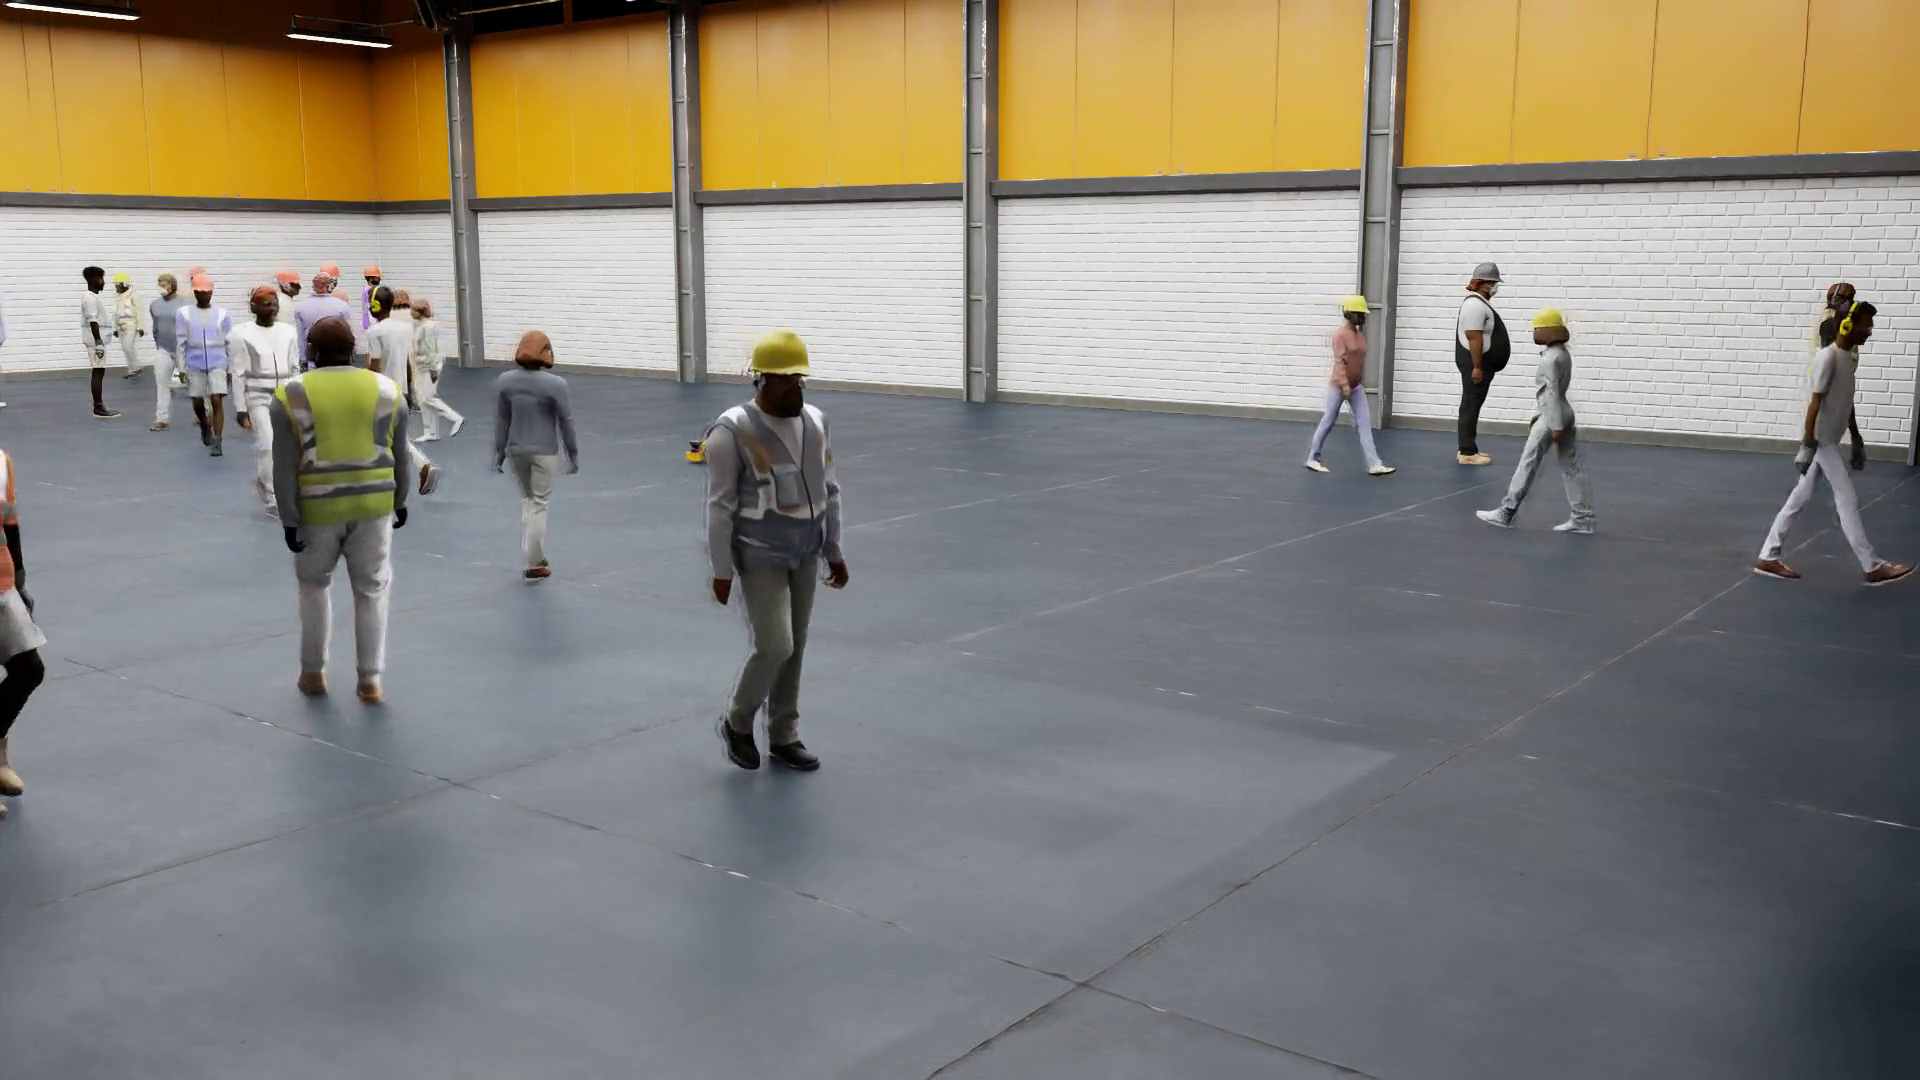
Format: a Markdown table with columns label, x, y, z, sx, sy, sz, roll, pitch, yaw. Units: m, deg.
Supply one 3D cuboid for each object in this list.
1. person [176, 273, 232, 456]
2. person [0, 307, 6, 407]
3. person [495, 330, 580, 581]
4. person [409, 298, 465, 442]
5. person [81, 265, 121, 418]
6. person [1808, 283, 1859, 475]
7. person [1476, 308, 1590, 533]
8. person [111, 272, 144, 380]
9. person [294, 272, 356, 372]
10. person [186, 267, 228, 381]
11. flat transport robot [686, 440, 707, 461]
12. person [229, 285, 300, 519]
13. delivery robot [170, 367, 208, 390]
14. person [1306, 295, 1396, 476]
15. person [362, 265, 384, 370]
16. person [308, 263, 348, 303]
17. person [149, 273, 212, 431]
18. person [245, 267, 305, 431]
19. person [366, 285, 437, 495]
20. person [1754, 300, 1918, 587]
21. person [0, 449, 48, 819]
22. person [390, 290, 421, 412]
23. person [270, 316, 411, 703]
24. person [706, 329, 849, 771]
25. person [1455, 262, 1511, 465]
| label | x | y | z | sx | sy | sz | roll | pitch | yaw |
| --- | --- | --- | --- | --- | --- | --- | --- | --- | --- |
| person | -7.965 | -1.862 | 17.597 | 0.555 | 1.923 | 0.723 | -4 | 10 | -22 |
| person | -13.423 | -2.781 | 22.982 | 0.425 | 1.915 | 0.587 | -6 | 11 | -31 |
| person | -2.732 | -0.560 | 10.880 | 0.534 | 1.610 | 0.593 | 3 | 10 | 16 |
| person | -5.915 | -1.903 | 18.691 | 0.475 | 1.619 | 0.548 | -6 | 11 | -29 |
| person | -11.165 | -2.564 | 21.547 | 0.367 | 1.967 | 0.606 | -5 | 11 | -27 |
| person | 8.381 | -1.545 | 15.986 | 0.429 | 1.839 | 0.634 | 4 | 11 | 24 |
| person | 4.422 | -0.908 | 12.680 | 0.876 | 1.702 | 0.494 | 7 | 12 | 35 |
| person | -13.980 | -3.575 | 27.871 | 0.627 | 1.813 | 0.462 | 5 | 11 | 27 |
| person | -7.159 | -2.069 | 18.844 | 0.641 | 1.908 | 0.407 | -1 | 10 | -4 |
| person | -12.135 | -3.435 | 26.805 | 0.931 | 1.896 | 0.574 | -8 | 12 | -38 |
| flat transport robot | -2.028 | -0.872 | 16.626 | 1.431 | 0.197 | 0.652 | 9 | 13 | 41 |
| person | -5.577 | -1.106 | 13.353 | 0.593 | 1.871 | 0.585 | 8 | 13 | 39 |
| delivery robot | -11.361 | -2.404 | 24.447 | 0.707 | 0.478 | 0.477 | -7 | 12 | -35 |
| person | 3.731 | -1.472 | 15.917 | 0.523 | 1.721 | 0.911 | -8 | 12 | -38 |
| person | -9.310 | -3.391 | 26.449 | 0.358 | 1.938 | 0.542 | -4 | 10 | -20 |
| person | -8.284 | -2.646 | 21.941 | 0.612 | 1.995 | 0.392 | 3 | 10 | 17 |
| person | -9.498 | -2.291 | 20.192 | 0.645 | 1.896 | 1.005 | 2 | 10 | 11 |
| person | -7.944 | -2.180 | 19.347 | 0.781 | 1.969 | 0.630 | -3 | 10 | -19 |
| person | -4.814 | -1.234 | 14.130 | 0.579 | 1.855 | 0.537 | 3 | 10 | 17 |
| person | 5.620 | -0.606 | 10.596 | 0.993 | 1.810 | 0.531 | 8 | 12 | 38 |
| person | -3.700 | 0.215 | 6.165 | 0.362 | 1.684 | 0.558 | 5 | 11 | 27 |
| person | -7.415 | -2.512 | 22.214 | 0.501 | 1.631 | 0.287 | -7 | 12 | -34 |
| person | -2.941 | -0.150 | 7.920 | 0.637 | 1.828 | 0.633 | -5 | 11 | -28 |
| person | -0.727 | 0.059 | 6.723 | 0.419 | 1.818 | 0.609 | 8 | 13 | 39 |
| person | 5.285 | -1.790 | 16.826 | 0.535 | 2.000 | 0.685 | 3 | 10 | 16 |
